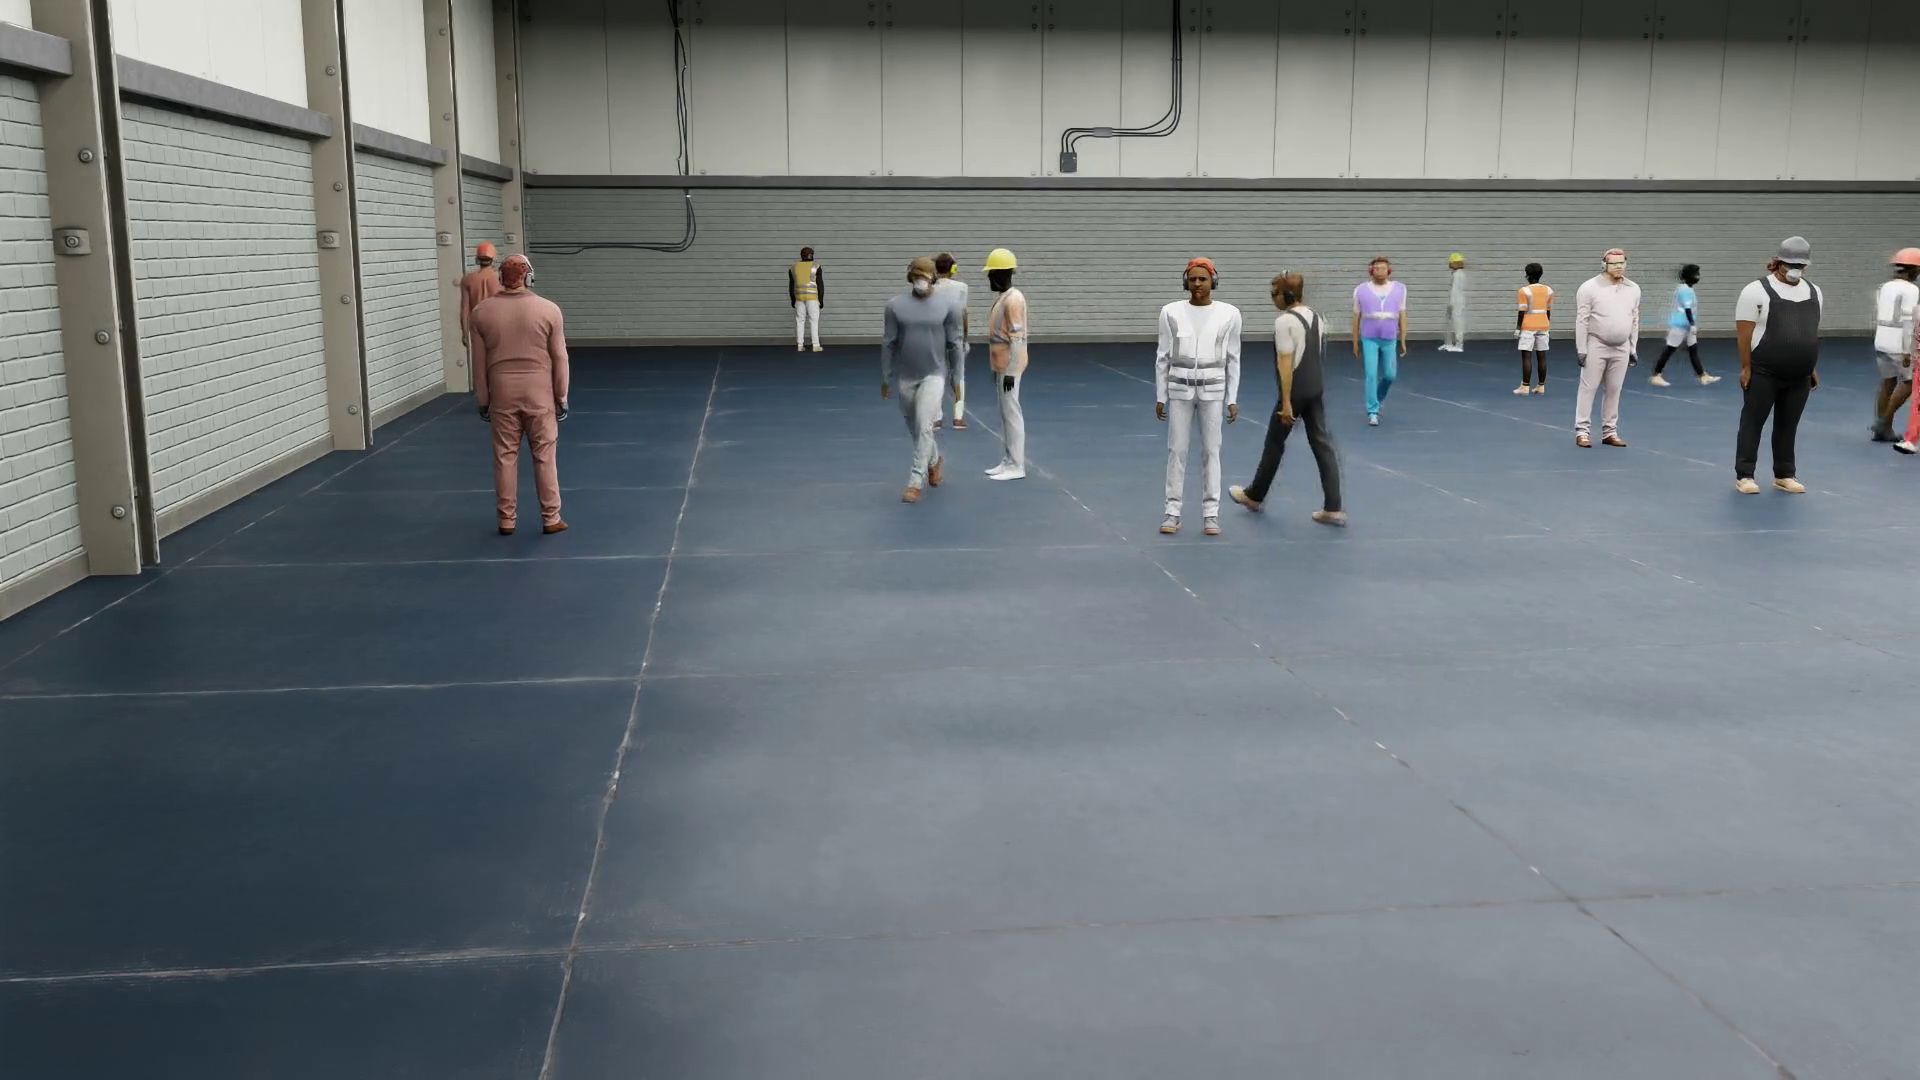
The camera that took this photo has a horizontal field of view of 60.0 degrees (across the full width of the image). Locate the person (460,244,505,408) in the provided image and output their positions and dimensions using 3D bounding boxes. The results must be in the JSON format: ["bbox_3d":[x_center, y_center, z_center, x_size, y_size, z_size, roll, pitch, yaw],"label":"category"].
[{"bbox_3d":[-5.462,-2.462,19.367,0.653,1.938,1.041,-1,10,-8],"label":"person"}]

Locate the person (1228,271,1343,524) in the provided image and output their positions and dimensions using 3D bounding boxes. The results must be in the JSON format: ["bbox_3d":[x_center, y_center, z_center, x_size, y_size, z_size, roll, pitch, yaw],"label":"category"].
[{"bbox_3d":[2.375,-1.022,11.888,0.547,1.773,1.004,-7,13,-36],"label":"person"}]

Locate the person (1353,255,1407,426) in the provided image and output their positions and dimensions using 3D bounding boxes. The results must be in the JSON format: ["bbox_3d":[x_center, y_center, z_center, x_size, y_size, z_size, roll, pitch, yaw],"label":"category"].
[{"bbox_3d":[4.531,-2.170,18.026,0.576,1.834,0.580,1,10,3],"label":"person"}]

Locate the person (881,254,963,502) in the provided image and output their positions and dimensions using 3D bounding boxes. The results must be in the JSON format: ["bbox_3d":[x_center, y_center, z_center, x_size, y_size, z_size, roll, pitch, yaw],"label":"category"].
[{"bbox_3d":[-0.279,-1.285,13.042,0.652,1.902,0.963,3,11,16],"label":"person"}]

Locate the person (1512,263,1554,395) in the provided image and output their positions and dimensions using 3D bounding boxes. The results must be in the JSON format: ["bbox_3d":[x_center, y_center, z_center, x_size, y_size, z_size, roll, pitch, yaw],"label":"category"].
[{"bbox_3d":[7.338,-2.696,21.304,0.529,1.693,0.321,-4,11,-20],"label":"person"}]

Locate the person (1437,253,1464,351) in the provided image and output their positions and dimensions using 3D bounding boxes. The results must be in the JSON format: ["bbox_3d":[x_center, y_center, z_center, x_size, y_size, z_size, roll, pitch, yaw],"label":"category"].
[{"bbox_3d":[8.683,-4.206,29.463,0.592,1.723,0.506,4,11,19],"label":"person"}]

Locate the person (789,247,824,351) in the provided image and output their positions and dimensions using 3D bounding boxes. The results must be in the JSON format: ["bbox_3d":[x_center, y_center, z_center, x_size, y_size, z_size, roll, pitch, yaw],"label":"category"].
[{"bbox_3d":[-2.703,-4.259,29.478,0.634,1.837,0.429,3,11,15],"label":"person"}]

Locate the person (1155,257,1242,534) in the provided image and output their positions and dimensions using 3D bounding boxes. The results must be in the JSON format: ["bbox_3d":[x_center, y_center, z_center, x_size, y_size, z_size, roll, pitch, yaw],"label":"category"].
[{"bbox_3d":[1.615,-0.974,11.351,0.573,1.882,0.356,2,11,11],"label":"person"}]

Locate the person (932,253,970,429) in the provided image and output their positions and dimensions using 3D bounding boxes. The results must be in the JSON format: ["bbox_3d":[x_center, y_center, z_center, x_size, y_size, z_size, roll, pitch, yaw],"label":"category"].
[{"bbox_3d":[-0.171,-2.087,17.532,0.564,1.851,0.447,2,10,9],"label":"person"}]

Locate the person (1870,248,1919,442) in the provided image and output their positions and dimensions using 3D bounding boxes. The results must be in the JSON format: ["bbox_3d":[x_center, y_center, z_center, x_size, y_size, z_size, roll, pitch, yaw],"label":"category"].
[{"bbox_3d":[9.260,-1.917,16.413,0.397,1.912,0.596,-1,10,-5],"label":"person"}]

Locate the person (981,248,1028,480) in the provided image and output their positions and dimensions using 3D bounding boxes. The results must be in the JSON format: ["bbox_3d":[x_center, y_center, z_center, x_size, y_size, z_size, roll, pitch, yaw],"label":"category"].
[{"bbox_3d":[0.367,-1.460,13.895,0.386,1.923,0.593,-1,10,-6],"label":"person"}]

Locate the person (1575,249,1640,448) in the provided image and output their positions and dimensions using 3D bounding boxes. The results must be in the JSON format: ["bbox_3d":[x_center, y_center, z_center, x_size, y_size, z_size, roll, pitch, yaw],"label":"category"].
[{"bbox_3d":[6.254,-1.843,16.043,0.640,1.910,0.401,-1,10,-8],"label":"person"}]

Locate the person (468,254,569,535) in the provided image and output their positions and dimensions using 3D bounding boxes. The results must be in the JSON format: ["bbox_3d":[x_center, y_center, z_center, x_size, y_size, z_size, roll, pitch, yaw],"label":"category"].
[{"bbox_3d":[-2.971,-0.978,11.303,0.642,1.909,0.408,-1,10,-5],"label":"person"}]

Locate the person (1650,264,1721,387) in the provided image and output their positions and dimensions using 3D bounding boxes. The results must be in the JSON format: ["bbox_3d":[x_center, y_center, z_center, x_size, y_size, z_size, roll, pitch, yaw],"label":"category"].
[{"bbox_3d":[9.787,-2.875,22.375,0.884,1.645,0.538,6,12,29],"label":"person"}]

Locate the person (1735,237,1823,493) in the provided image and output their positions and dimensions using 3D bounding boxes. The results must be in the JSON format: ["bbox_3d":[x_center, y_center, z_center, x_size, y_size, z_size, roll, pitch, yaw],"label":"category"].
[{"bbox_3d":[6.498,-1.377,13.123,0.676,2.000,0.536,-1,10,-6],"label":"person"}]

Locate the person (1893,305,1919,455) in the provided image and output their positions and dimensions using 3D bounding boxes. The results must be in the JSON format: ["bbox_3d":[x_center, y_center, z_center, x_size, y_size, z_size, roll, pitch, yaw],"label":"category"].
[{"bbox_3d":[9.004,-1.621,15.330,0.914,1.702,0.563,-8,13,-38],"label":"person"}]
